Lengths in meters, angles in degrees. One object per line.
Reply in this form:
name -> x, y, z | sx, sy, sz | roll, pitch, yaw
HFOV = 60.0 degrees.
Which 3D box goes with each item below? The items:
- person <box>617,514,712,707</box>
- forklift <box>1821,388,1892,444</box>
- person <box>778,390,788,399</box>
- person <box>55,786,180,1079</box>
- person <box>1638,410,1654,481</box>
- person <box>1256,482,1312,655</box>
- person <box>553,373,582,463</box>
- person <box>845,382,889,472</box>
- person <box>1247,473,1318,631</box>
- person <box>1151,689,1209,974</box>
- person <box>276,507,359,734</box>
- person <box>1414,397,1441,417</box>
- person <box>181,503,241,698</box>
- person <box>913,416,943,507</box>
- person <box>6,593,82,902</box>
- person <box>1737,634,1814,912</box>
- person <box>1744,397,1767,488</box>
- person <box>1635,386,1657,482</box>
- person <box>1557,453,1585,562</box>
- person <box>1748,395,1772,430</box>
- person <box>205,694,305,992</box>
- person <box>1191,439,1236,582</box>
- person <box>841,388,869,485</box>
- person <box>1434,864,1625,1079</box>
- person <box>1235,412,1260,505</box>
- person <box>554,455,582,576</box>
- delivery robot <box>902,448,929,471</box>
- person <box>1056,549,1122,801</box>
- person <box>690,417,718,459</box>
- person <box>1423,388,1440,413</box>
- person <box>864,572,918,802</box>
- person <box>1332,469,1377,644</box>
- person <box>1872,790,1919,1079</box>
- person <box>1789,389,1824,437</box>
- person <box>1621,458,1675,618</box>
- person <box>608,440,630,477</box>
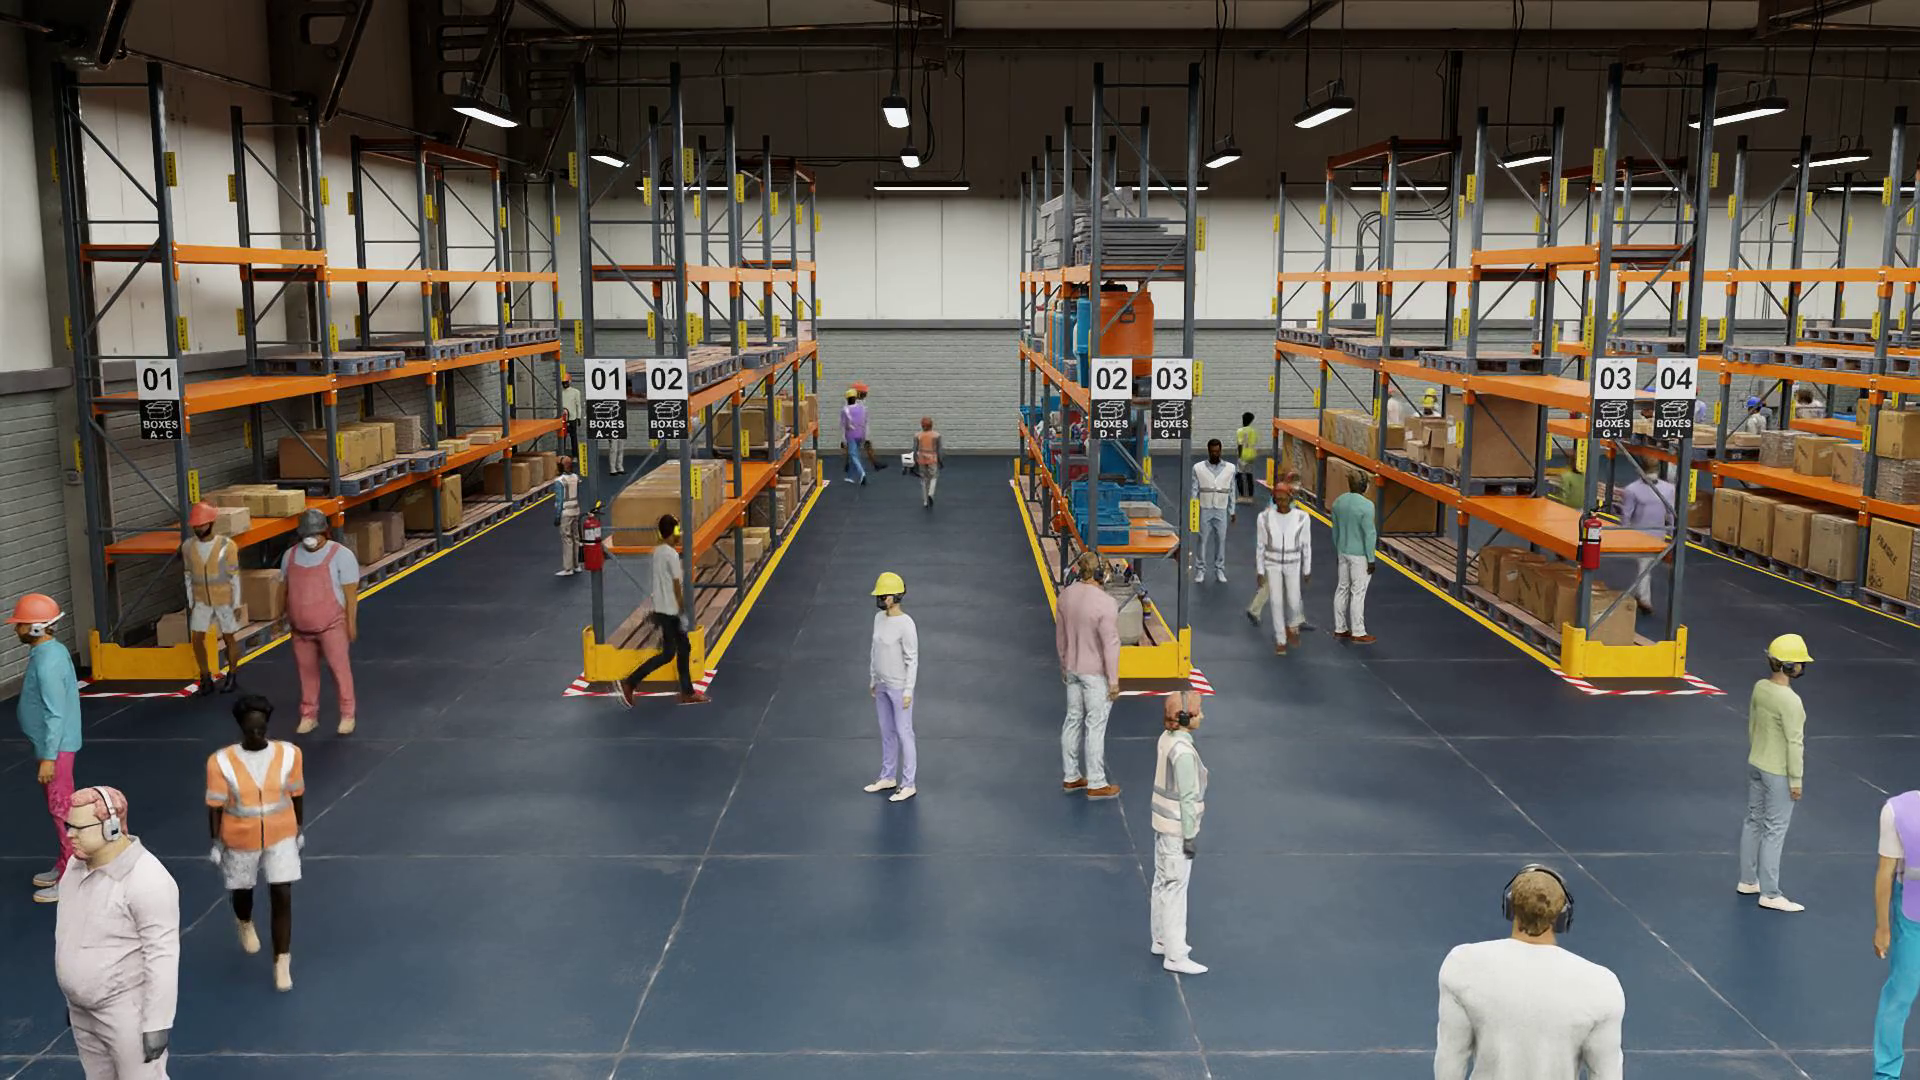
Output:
person -> -2.780, 0.670, 15.534 | 0.823, 1.823, 0.530 | -3, 9, -21
forklift -> 20.072, -3.110, 36.462 | 1.873, 2.768, 1.129 | 0, 9, 0
person -> -3.837, -2.472, 36.366 | 0.312, 1.633, 0.519 | 2, 9, 11
person -> -3.555, 1.959, 6.975 | 0.650, 1.907, 0.409 | 5, 10, 29
person -> 13.176, -1.782, 31.913 | 0.280, 1.633, 0.500 | 4, 10, 23
person -> 3.452, 0.305, 17.753 | 0.582, 1.867, 0.421 | 2, 9, 13
person -> -8.648, -2.690, 36.599 | 0.625, 1.990, 0.389 | 0, 9, 0
person -> -1.990, -2.331, 34.622 | 0.980, 1.885, 0.575 | 2, 9, 15
person -> 3.671, 0.128, 19.022 | 0.810, 1.811, 0.626 | 7, 11, 39
person -> 1.264, 1.674, 9.653 | 0.314, 1.641, 0.515 | -1, 9, -6
person -> -5.665, 0.703, 14.622 | 0.703, 2.000, 0.536 | 1, 9, 8
person -> 8.911, -1.837, 31.733 | 0.606, 1.800, 0.534 | 2, 9, 15
person -> -7.141, 0.574, 15.924 | 0.545, 1.894, 0.642 | 0, 9, -3
person -> -0.570, -1.374, 29.306 | 0.539, 1.618, 0.475 | 1, 9, 6
person -> -5.880, 1.327, 10.749 | 0.379, 1.996, 0.611 | -4, 10, -26
person -> 5.211, 1.466, 10.597 | 0.311, 1.768, 0.531 | 0, 9, -2
person -> 14.065, -1.566, 29.512 | 0.391, 1.948, 0.606 | 8, 12, 41
person -> 13.510, -2.046, 32.608 | 0.402, 1.943, 0.608 | 2, 9, 11
person -> 8.665, -0.432, 23.357 | 0.517, 1.582, 0.880 | -1, 9, -9
person -> 16.621, -2.203, 34.625 | 0.502, 1.631, 0.286 | 0, 9, 2
person -> -4.017, 1.678, 9.515 | 0.538, 1.672, 0.768 | -5, 10, -28
person -> 3.357, -0.392, 22.060 | 0.600, 1.917, 0.376 | 0, 9, 0
person -> -2.038, -2.027, 32.650 | 0.586, 1.897, 0.851 | -7, 11, -38
person -> 2.026, 2.099, 5.968 | 0.638, 1.938, 0.357 | 4, 10, 23
person -> 5.146, -1.460, 29.735 | 0.572, 1.658, 0.411 | -7, 11, -38
person -> -5.321, -0.330, 22.548 | 0.309, 1.641, 0.513 | 3, 9, 18
delivery robot -> -0.866, -1.648, 34.207 | 0.477, 0.478, 0.707 | -8, 12, -44
person -> 0.996, 1.030, 12.841 | 0.356, 1.938, 0.633 | -7, 11, -37
person -> -4.535, -1.577, 29.757 | 0.631, 1.902, 1.005 | 0, 9, 1
person -> 9.896, -2.332, 35.094 | 0.285, 1.746, 0.491 | -4, 10, -23
person -> -0.531, 1.121, 12.815 | 0.311, 1.768, 0.533 | -7, 11, -37
person -> 4.354, 0.177, 18.332 | 0.370, 1.940, 0.631 | -5, 10, -28
person -> 4.662, 1.834, 7.971 | 0.575, 1.843, 0.374 | 0, 9, 0
person -> 17.393, -2.217, 34.249 | 0.627, 1.786, 0.986 | 9, 12, 44
person -> 8.272, -0.050, 19.973 | 0.631, 1.891, 1.025 | 0, 9, 2
person -> -7.024, -2.192, 33.976 | 0.403, 1.817, 0.601 | 3, 9, 18
